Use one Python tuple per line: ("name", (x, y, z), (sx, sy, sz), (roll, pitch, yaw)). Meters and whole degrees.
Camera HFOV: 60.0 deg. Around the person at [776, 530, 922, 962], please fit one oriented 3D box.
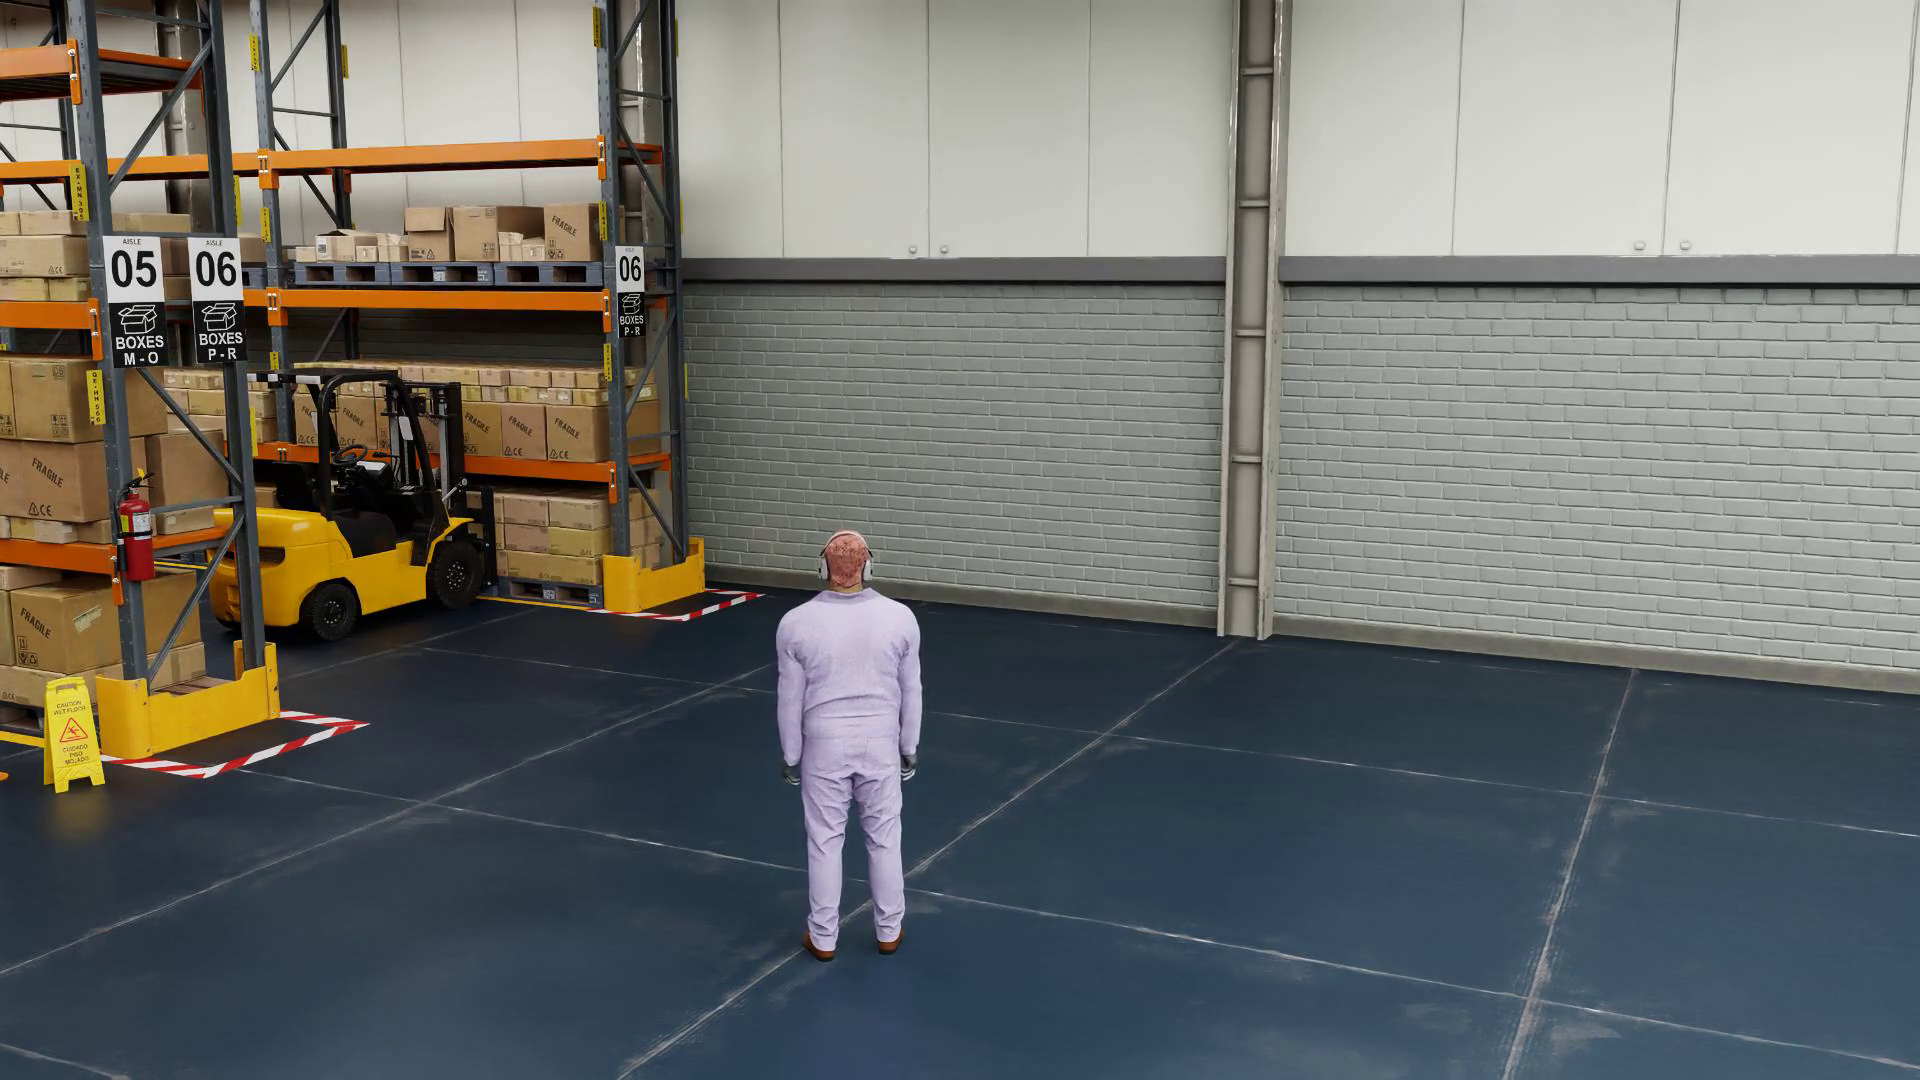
("person", (-0.487, 0.901, 7.310), (0.642, 1.909, 0.410), (-2, 9, -12))
